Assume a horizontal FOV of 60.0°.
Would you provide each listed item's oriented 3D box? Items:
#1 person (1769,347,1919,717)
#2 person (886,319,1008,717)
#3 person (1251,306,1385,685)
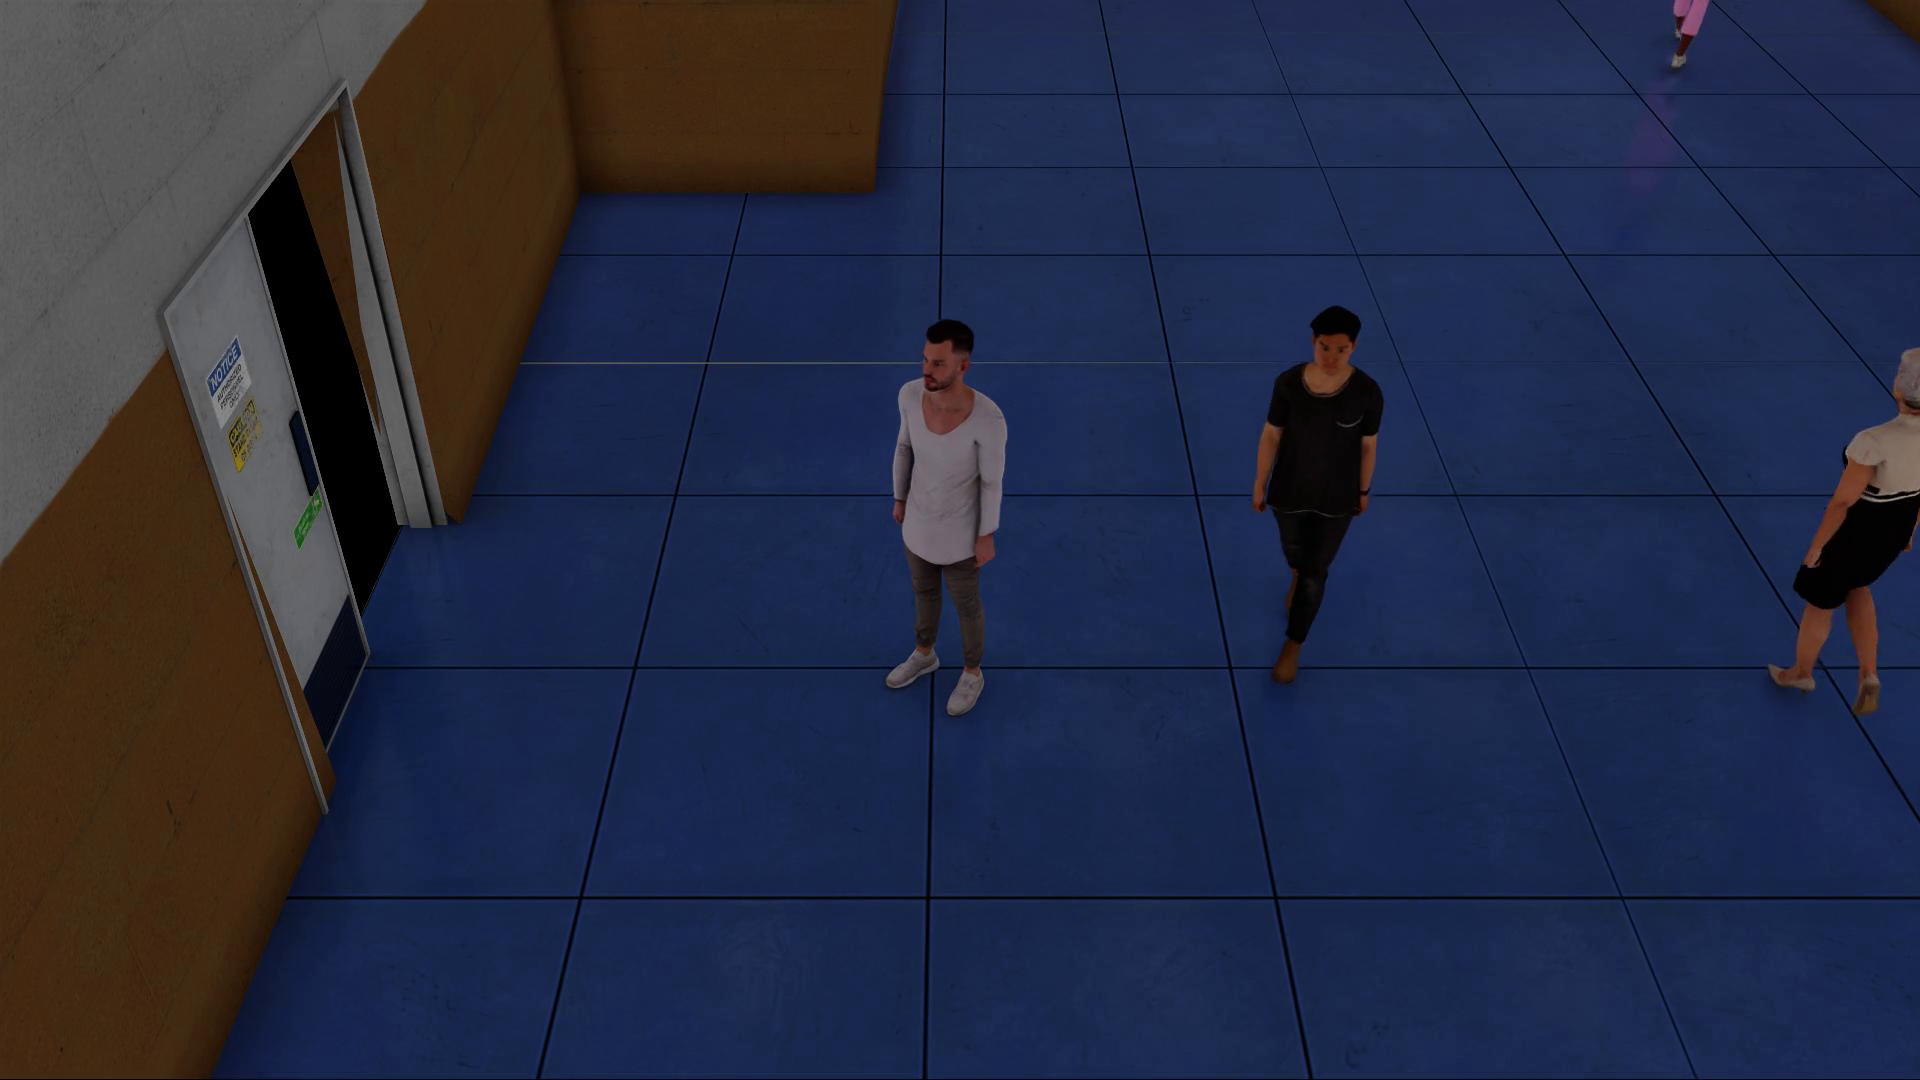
[{"bbox_3d":[3.696,0.047,6.695,0.833,1.744,0.805,-8,38,-10],"label":"person"},{"bbox_3d":[-0.058,-0.099,6.810,0.711,1.840,0.814,24,43,28],"label":"person"},{"bbox_3d":[1.538,-0.274,7.180,1.106,1.676,0.967,14,39,18],"label":"person"}]
